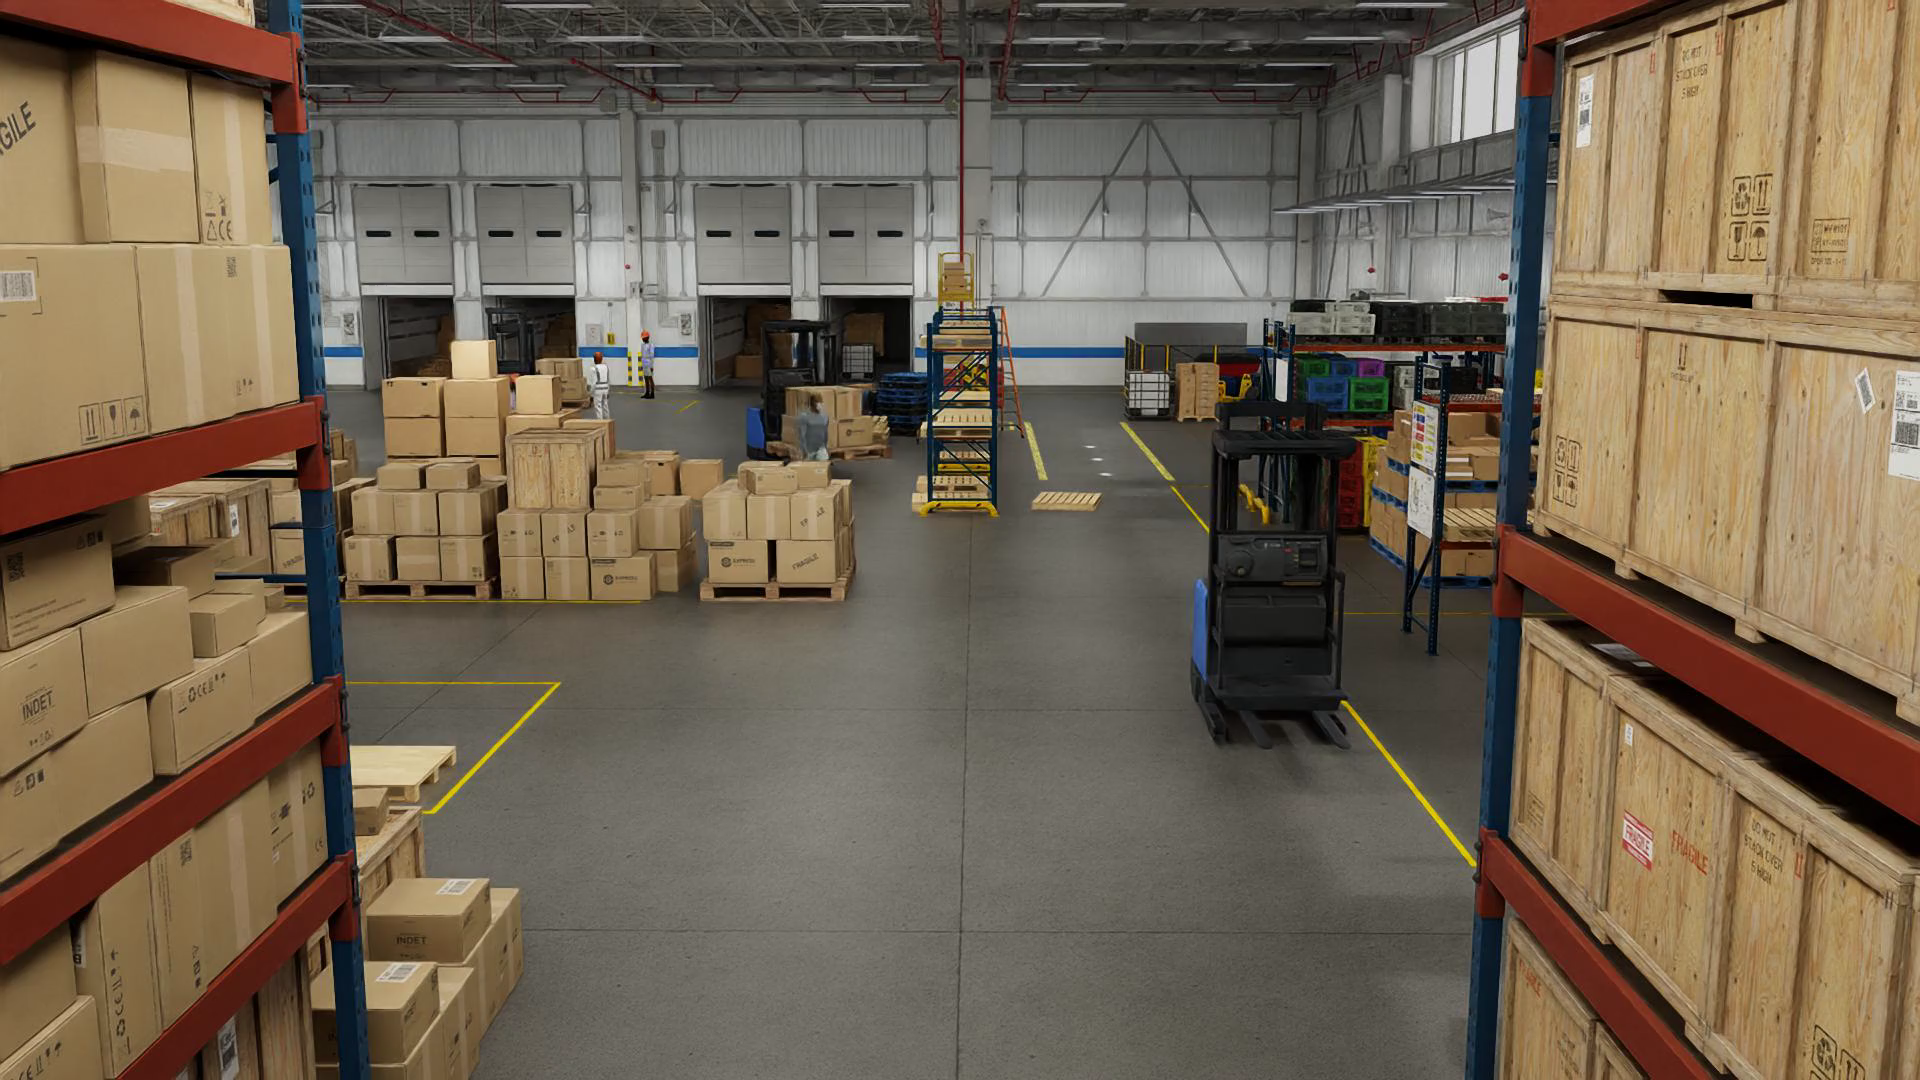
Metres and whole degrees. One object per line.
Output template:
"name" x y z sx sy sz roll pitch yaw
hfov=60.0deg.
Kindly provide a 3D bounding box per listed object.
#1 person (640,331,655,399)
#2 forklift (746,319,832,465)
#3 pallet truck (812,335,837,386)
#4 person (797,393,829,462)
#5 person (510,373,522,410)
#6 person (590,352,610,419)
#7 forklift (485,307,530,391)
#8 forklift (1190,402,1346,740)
"person" -8.859 -4.955 47.040 0.386 1.929 0.544 -9 13 -43
"forklift" -3.403 -2.904 32.456 1.129 2.768 1.873 -5 11 -27
"pallet truck" -3.021 -4.312 43.126 1.885 1.965 0.823 3 10 17
"person" -2.397 -1.447 26.924 0.643 1.897 1.018 -8 12 -37
"person" -8.380 -2.171 31.069 0.879 1.912 0.552 -1 10 -8
"person" -8.184 -3.328 37.782 0.355 1.882 0.575 6 11 30
"forklift" -10.754 -4.150 39.646 1.129 2.768 1.873 0 10 1
"forklift" 2.698 0.174 14.697 1.129 2.768 1.873 0 10 1
